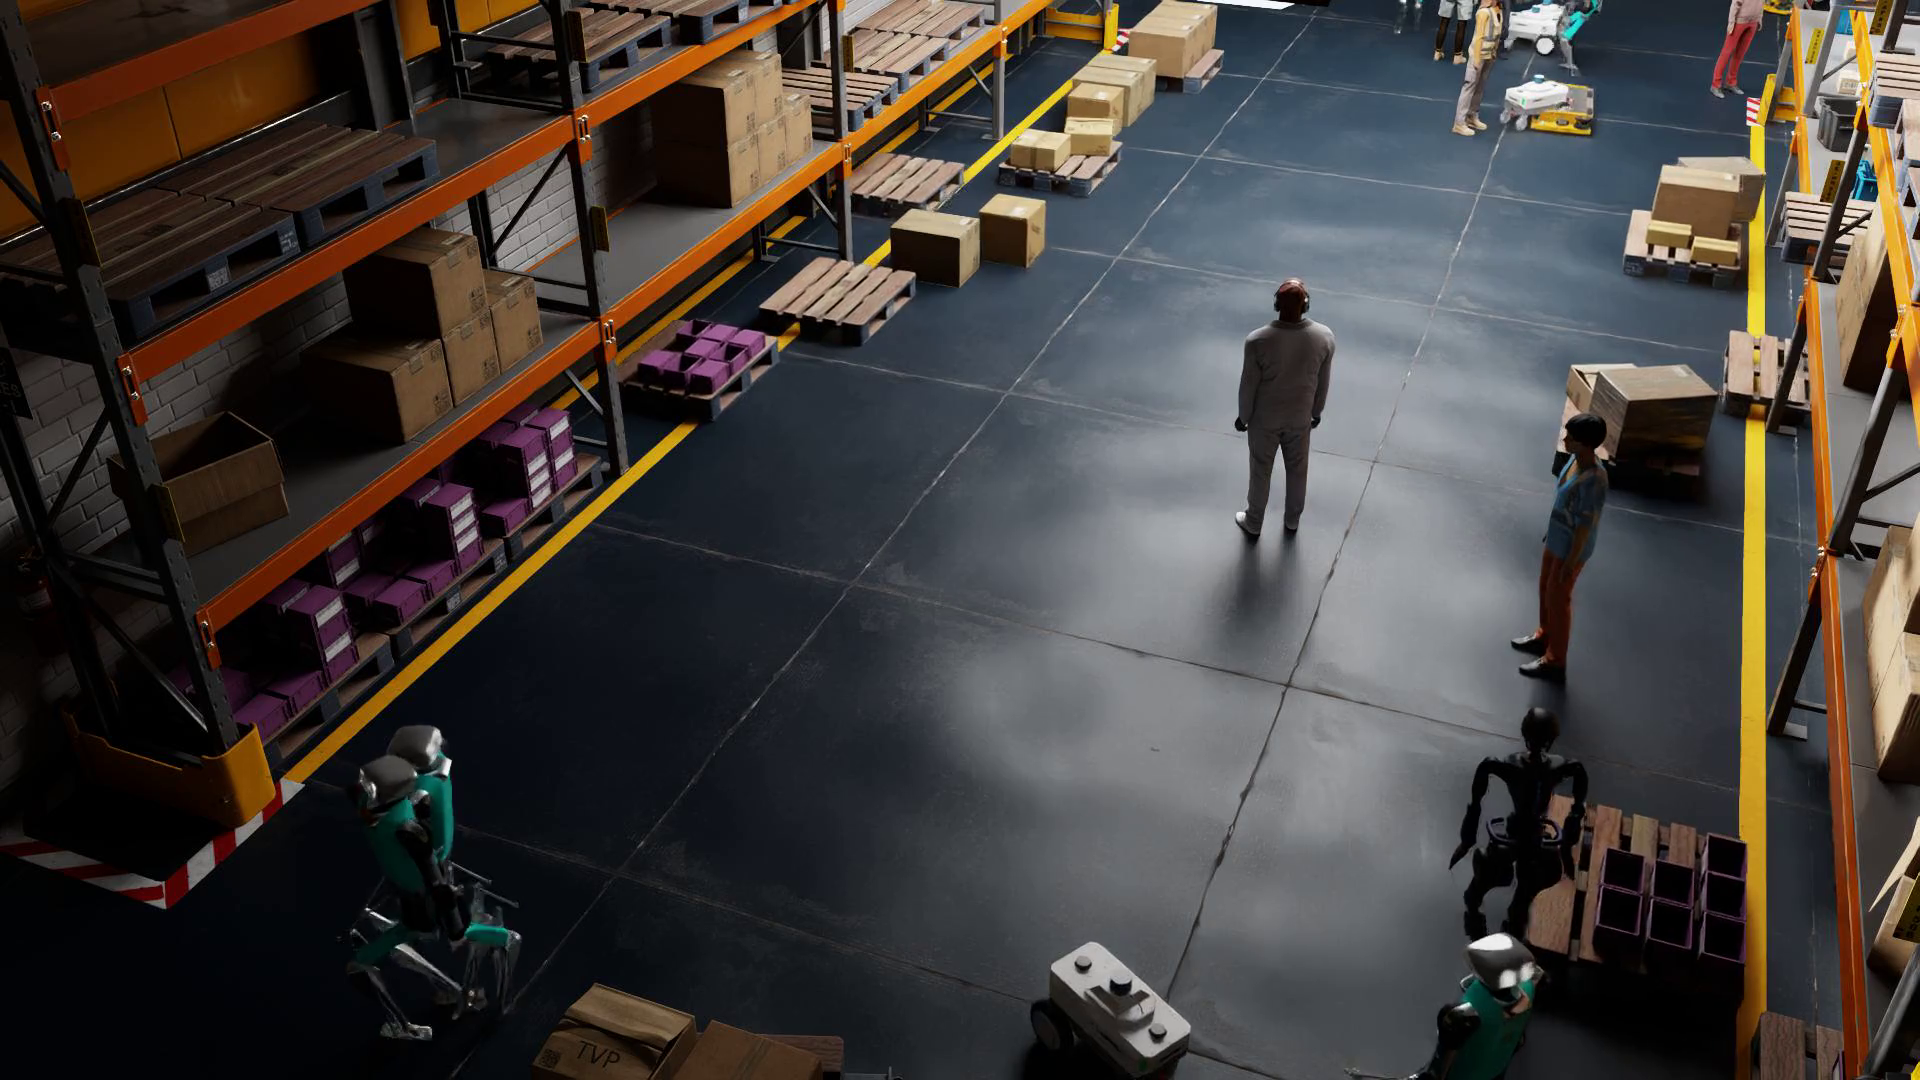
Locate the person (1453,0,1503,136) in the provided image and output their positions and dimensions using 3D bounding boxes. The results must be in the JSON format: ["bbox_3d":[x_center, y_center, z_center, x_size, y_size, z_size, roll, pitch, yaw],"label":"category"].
[{"bbox_3d":[5.870,-5.422,18.604,0.344,1.769,0.460,26,41,34],"label":"person"}]

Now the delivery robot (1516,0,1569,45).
[{"bbox_3d":[7.632,-6.788,21.851,0.790,0.613,0.499,-20,38,-27],"label":"delivery robot"}]

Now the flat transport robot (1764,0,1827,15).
[{"bbox_3d":[11.700,-7.676,23.471,1.431,0.231,0.659,-25,40,-33],"label":"flat transport robot"}]

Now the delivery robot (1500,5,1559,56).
[{"bbox_3d":[7.436,-6.641,21.580,0.739,0.566,0.499,16,36,23],"label":"delivery robot"}]

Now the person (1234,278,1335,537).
[{"bbox_3d":[2.203,-0.901,11.483,0.641,1.905,0.403,-4,33,-7],"label":"person"}]

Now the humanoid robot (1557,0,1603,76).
[{"bbox_3d":[7.635,-6.615,20.538,0.679,1.861,0.546,22,39,30],"label":"humanoid robot"}]

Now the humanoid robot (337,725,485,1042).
[{"bbox_3d":[-2.659,1.620,7.716,0.787,1.764,0.539,-3,33,-5],"label":"humanoid robot"}]

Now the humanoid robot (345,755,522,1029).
[{"bbox_3d":[-2.325,1.648,7.760,0.563,1.850,0.735,25,41,34],"label":"humanoid robot"}]

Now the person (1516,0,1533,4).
[{"bbox_3d":[8.240,-8.517,23.321,0.991,1.845,0.537,-20,38,-28],"label":"person"}]

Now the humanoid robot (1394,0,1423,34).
[{"bbox_3d":[6.062,-7.505,21.895,0.558,1.811,0.720,22,39,30],"label":"humanoid robot"}]

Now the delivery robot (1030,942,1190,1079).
[{"bbox_3d":[0.720,2.251,7.838,0.522,0.588,0.759,-23,39,-31],"label":"delivery robot"}]

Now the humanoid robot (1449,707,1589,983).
[{"bbox_3d":[2.682,1.500,7.970,0.589,1.643,0.384,2,33,2],"label":"humanoid robot"}]

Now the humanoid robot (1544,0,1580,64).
[{"bbox_3d":[7.707,-6.812,20.840,0.408,1.649,0.601,6,33,10],"label":"humanoid robot"}]

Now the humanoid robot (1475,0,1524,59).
[{"bbox_3d":[6.865,-6.959,21.075,0.612,1.633,0.441,2,33,3],"label":"humanoid robot"}]

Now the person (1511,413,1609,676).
[{"bbox_3d":[3.709,0.023,10.187,0.325,1.756,0.504,3,33,5],"label":"person"}]

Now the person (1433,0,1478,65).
[{"bbox_3d":[6.266,-6.836,20.862,0.534,1.693,0.320,24,40,32],"label":"person"}]

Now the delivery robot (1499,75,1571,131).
[{"bbox_3d":[6.641,-5.044,19.146,0.793,0.608,0.499,-15,36,-22],"label":"delivery robot"}]

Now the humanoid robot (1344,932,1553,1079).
[{"bbox_3d":[1.907,2.202,6.836,0.558,1.793,0.752,-19,37,-26],"label":"humanoid robot"}]

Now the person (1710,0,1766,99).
[{"bbox_3d":[9.321,-6.142,19.719,0.532,1.765,0.320,-14,35,-21],"label":"person"}]

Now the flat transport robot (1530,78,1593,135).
[{"bbox_3d":[7.035,-5.061,19.425,0.659,0.231,1.431,10,34,15],"label":"flat transport robot"}]
